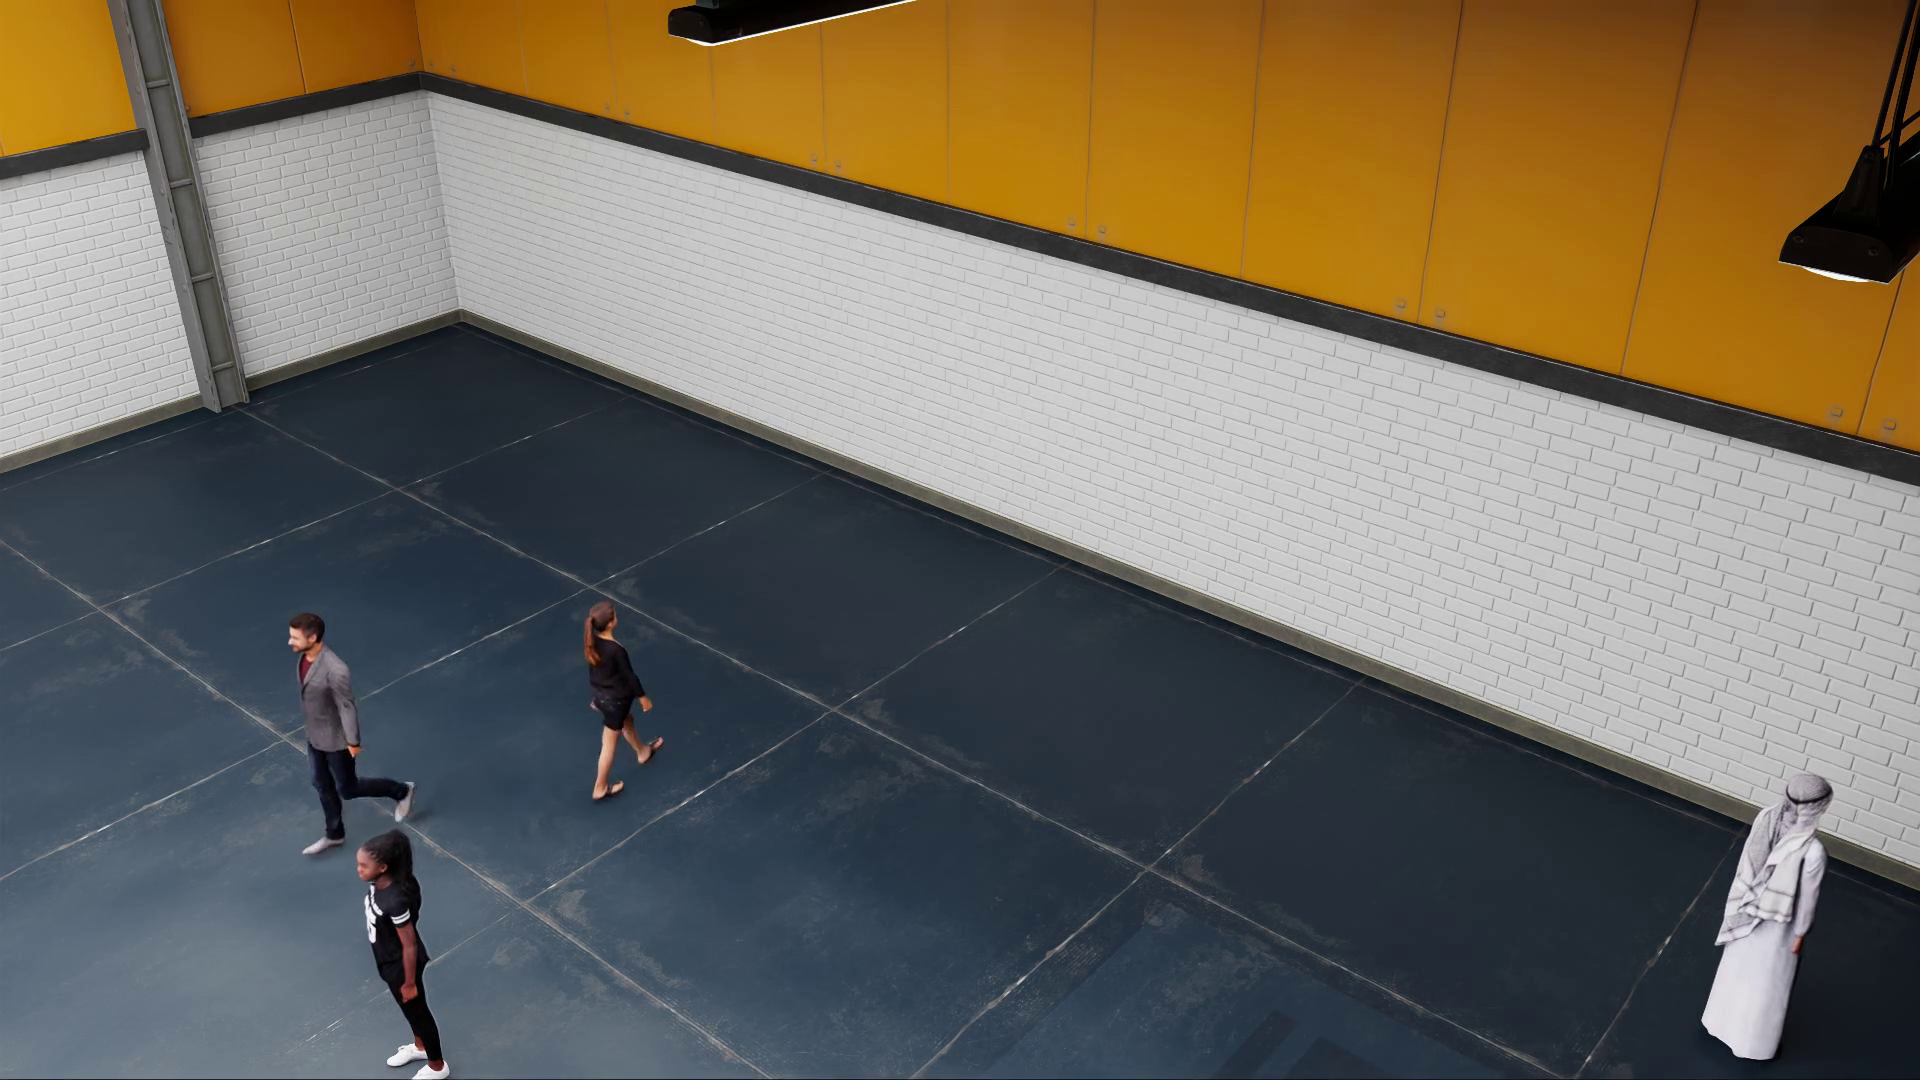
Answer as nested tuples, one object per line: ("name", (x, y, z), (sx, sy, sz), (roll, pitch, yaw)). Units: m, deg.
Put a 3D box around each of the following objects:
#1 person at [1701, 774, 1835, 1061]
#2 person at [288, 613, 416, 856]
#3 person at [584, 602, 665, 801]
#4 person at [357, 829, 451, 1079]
("person", (4.695, 2.166, 9.622), (0.816, 1.924, 0.803), (-10, 30, -18))
("person", (-4.207, 1.281, 11.319), (0.722, 1.853, 1.043), (24, 37, 37))
("person", (-2.536, 1.174, 11.858), (0.550, 1.526, 0.949), (23, 36, 36))
("person", (-3.173, 2.384, 9.427), (0.650, 1.729, 0.676), (-18, 34, -30))
